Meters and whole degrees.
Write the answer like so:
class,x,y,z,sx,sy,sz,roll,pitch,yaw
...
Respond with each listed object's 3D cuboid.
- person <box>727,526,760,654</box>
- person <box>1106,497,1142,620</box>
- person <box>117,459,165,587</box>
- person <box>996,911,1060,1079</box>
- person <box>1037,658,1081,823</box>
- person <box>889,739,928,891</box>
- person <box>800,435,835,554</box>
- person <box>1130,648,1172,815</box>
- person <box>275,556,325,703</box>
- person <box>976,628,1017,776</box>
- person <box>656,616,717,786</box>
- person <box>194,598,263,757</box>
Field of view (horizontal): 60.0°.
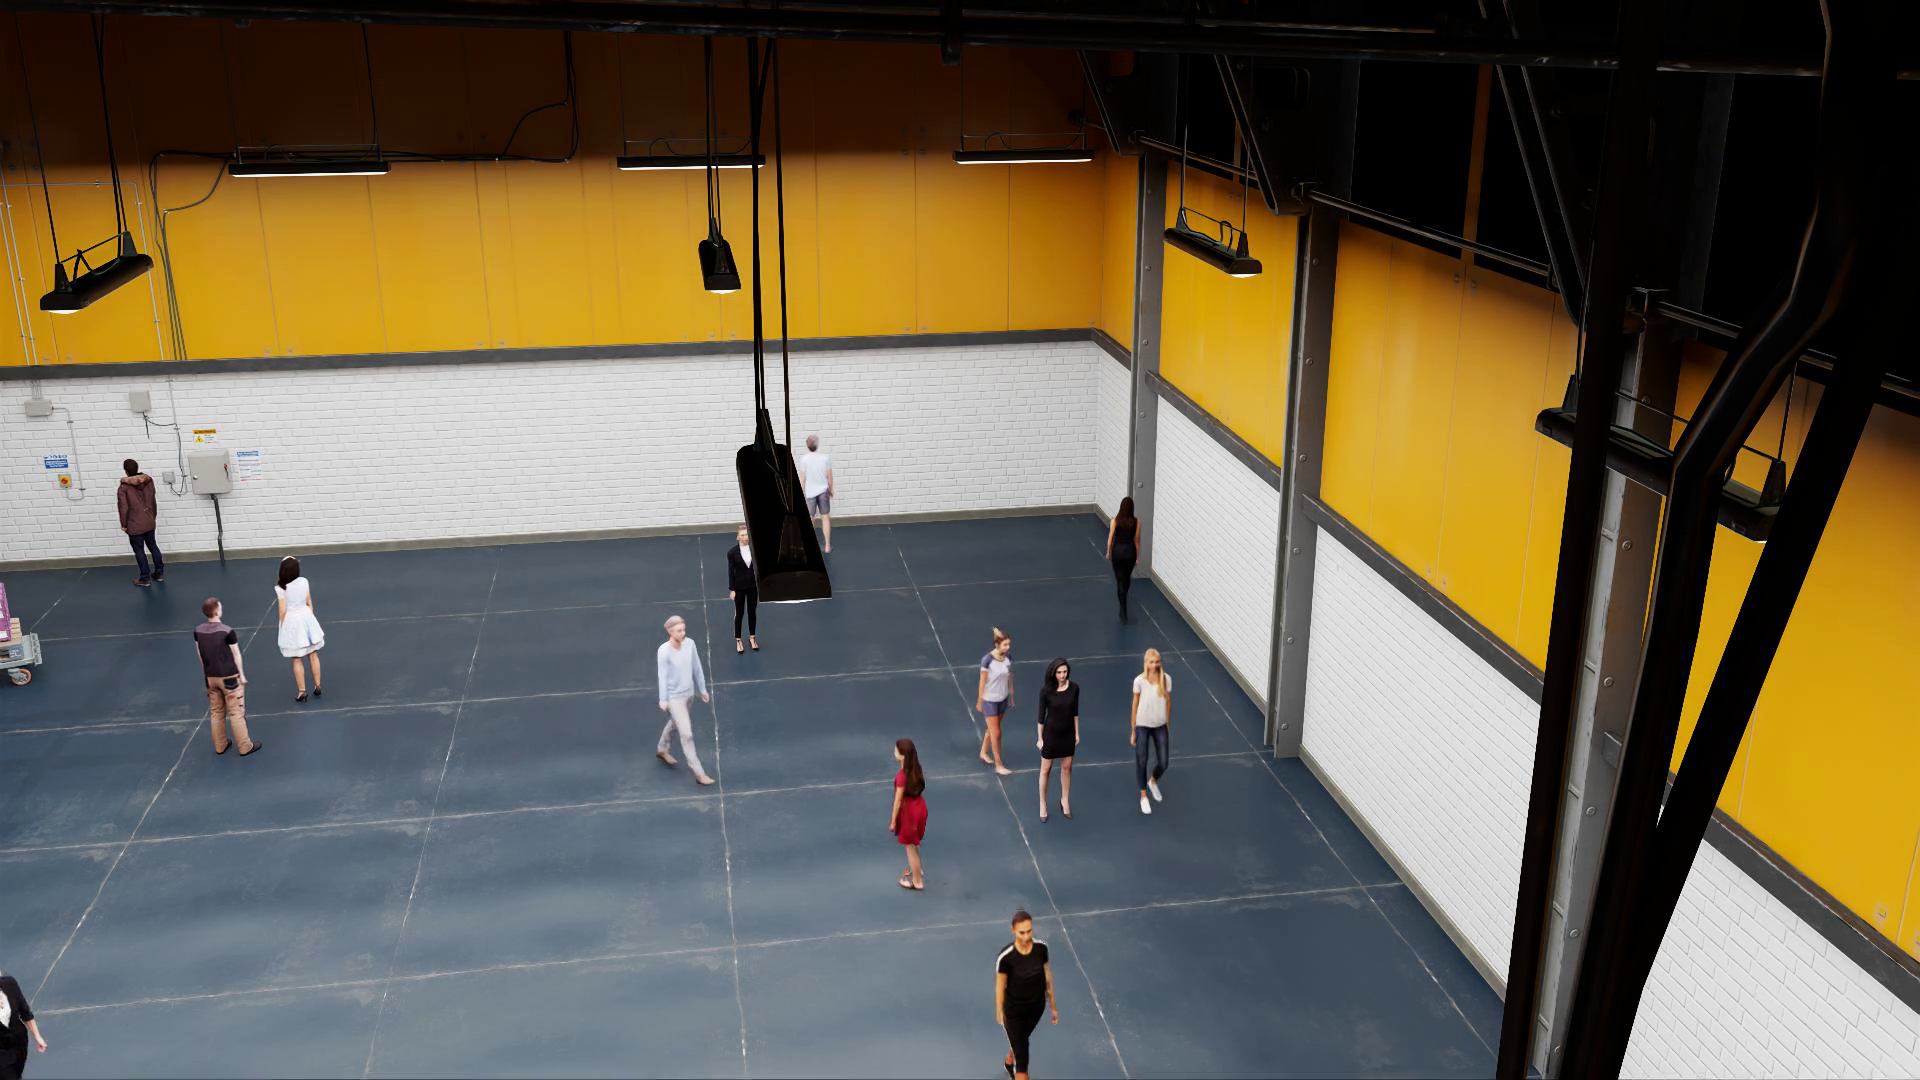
class,x,y,z,sx,sy,sz,roll,pitch,yaw
person,-2.755,0.623,21.399,0.678,1.706,0.632,-9,21,-26
person,2.223,0.273,22.532,0.614,1.645,1.132,-2,19,-6
person,-11.745,-0.266,23.819,0.938,1.846,0.844,9,21,25
person,0.458,3.562,12.801,0.785,1.623,1.144,-9,20,-24
person,1.014,2.036,17.052,0.618,1.802,0.519,-5,19,-14
person,-0.405,2.610,15.760,0.764,1.539,0.704,10,21,27
person,-2.168,-0.694,25.114,0.651,1.830,0.527,-3,19,-9
person,1.950,1.948,17.318,0.609,1.799,0.643,-3,19,-8
person,-7.914,1.064,19.912,0.903,1.819,0.853,17,25,42
person,0.325,1.735,18.269,0.845,1.595,0.963,-15,24,-38
person,-3.087,1.693,18.009,1.312,1.840,1.224,14,23,36
person,-8.230,1.515,18.536,0.770,1.841,0.745,5,19,13
